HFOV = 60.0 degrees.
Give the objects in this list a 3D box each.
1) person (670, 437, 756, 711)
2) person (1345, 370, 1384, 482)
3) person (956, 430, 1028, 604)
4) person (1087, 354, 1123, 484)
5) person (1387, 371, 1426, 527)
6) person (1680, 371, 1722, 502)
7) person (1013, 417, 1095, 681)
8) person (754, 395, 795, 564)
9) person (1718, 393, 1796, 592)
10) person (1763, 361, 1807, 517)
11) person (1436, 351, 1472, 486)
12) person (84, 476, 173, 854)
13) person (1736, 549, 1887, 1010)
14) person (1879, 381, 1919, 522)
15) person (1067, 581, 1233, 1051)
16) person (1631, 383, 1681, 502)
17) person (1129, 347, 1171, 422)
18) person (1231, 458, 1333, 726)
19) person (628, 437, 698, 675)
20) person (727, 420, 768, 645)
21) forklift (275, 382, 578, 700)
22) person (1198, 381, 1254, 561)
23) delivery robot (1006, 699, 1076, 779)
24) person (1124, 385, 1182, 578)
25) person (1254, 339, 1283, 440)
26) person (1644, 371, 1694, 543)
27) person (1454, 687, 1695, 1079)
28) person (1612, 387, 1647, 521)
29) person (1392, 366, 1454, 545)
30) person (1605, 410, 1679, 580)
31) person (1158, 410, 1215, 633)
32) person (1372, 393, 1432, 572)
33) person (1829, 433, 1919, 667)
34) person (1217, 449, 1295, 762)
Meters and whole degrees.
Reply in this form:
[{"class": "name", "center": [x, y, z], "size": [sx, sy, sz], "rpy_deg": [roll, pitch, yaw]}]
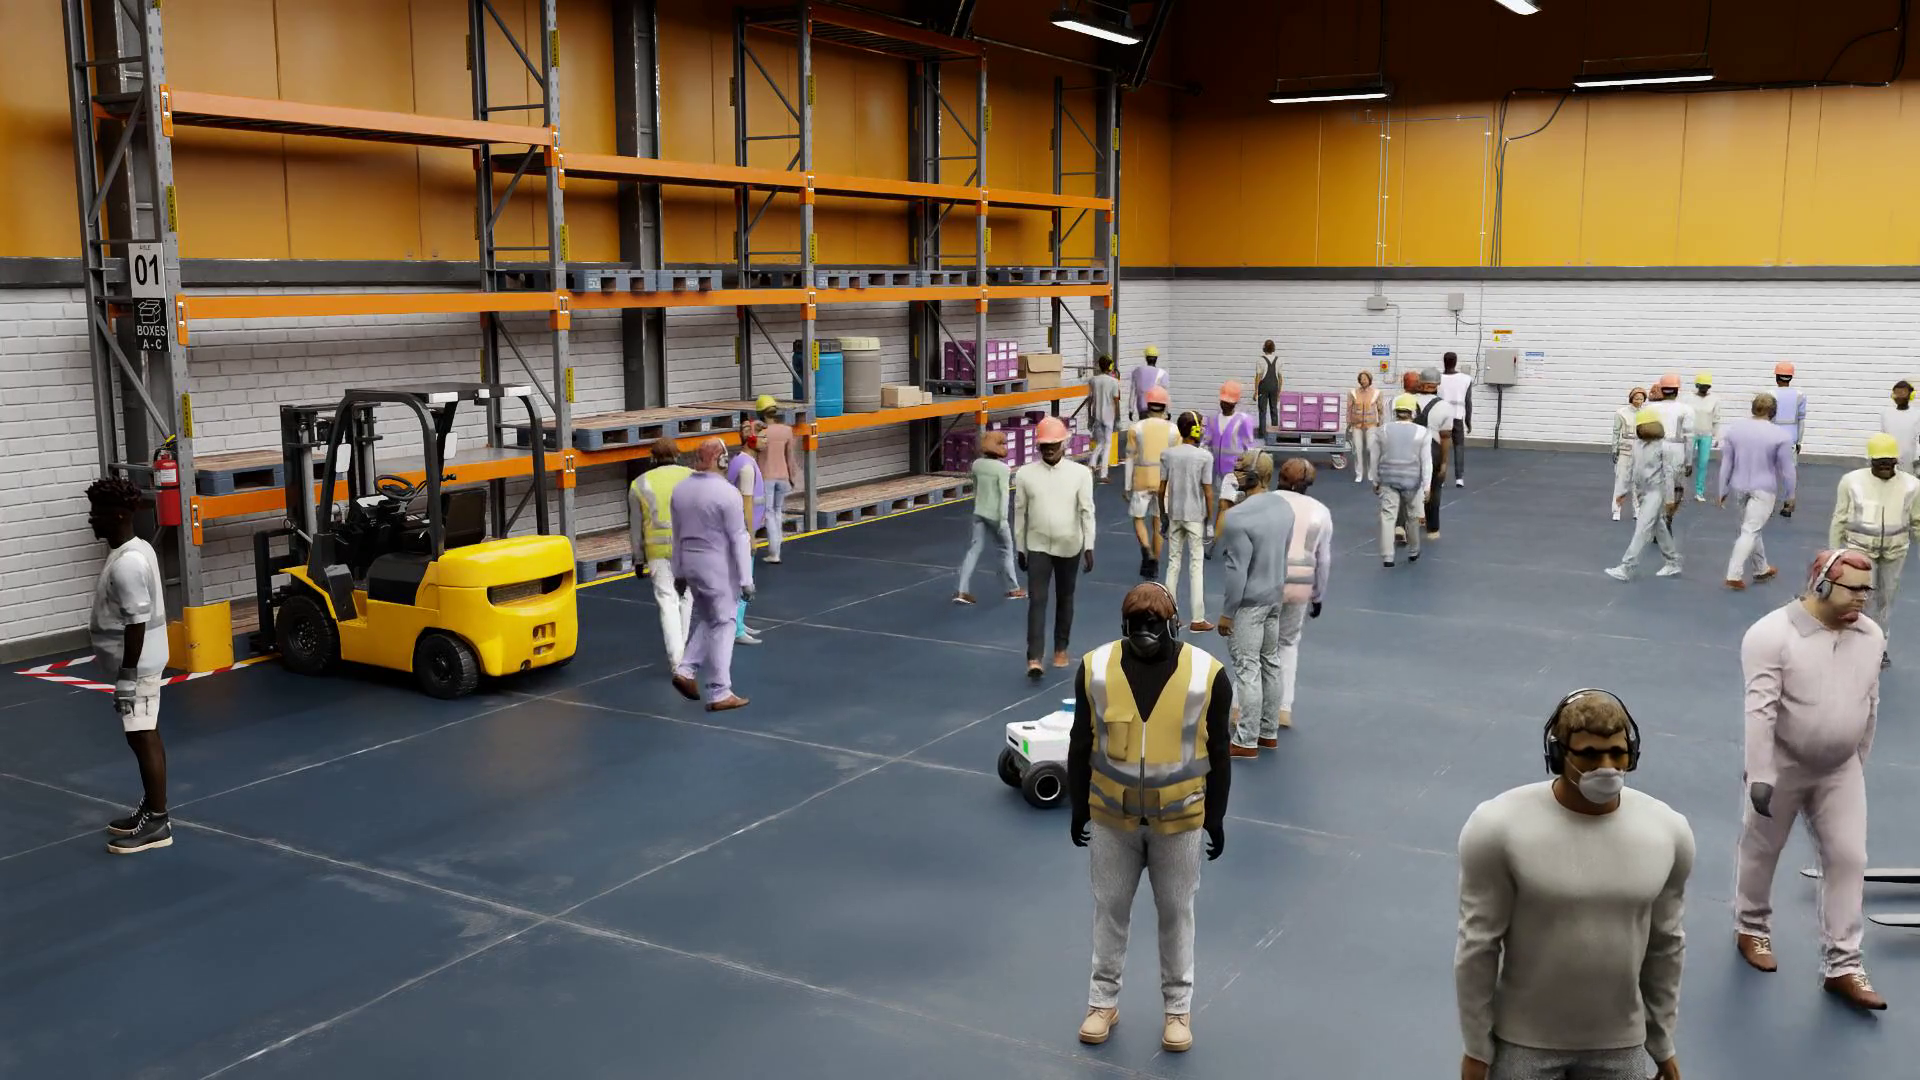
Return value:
[{"class": "person", "center": [-1.705, 0.236, 11.486], "size": [0.676, 1.885, 0.451], "rpy_deg": [8, 12, 42]}, {"class": "person", "center": [5.821, -1.629, 23.946], "size": [0.519, 1.631, 0.385], "rpy_deg": [4, 10, 21]}, {"class": "person", "center": [0.268, -0.209, 15.192], "size": [0.514, 1.592, 0.849], "rpy_deg": [9, 13, 44]}, {"class": "person", "center": [2.079, -1.728, 23.814], "size": [0.501, 1.861, 0.402], "rpy_deg": [7, 11, 37]}, {"class": "person", "center": [5.341, -1.061, 19.674], "size": [0.715, 1.863, 0.581], "rpy_deg": [-7, 11, -37]}, {"class": "person", "center": [9.778, -1.385, 22.058], "size": [0.529, 1.744, 0.578], "rpy_deg": [1, 9, 9]}, {"class": "person", "center": [0.699, 0.059, 12.408], "size": [0.611, 1.938, 1.018], "rpy_deg": [1, 9, 4]}, {"class": "person", "center": [-2.034, -0.637, 17.317], "size": [0.554, 1.747, 0.593], "rpy_deg": [-7, 11, -37]}, {"class": "person", "center": [7.615, -0.460, 15.865], "size": [1.035, 1.883, 0.653], "rpy_deg": [-6, 11, -34]}, {"class": "person", "center": [10.133, -1.245, 20.565], "size": [0.543, 1.939, 0.356], "rpy_deg": [1, 9, 5]}, {"class": "person", "center": [6.908, -1.701, 23.482], "size": [0.623, 1.917, 0.404], "rpy_deg": [1, 9, 7]}, {"class": "person", "center": [-4.342, 0.641, 8.706], "size": [0.367, 1.966, 0.603], "rpy_deg": [-4, 10, -24]}, {"class": "person", "center": [3.574, 0.977, 6.911], "size": [0.652, 1.865, 0.907], "rpy_deg": [0, 9, -1]}, {"class": "person", "center": [10.504, -0.871, 18.606], "size": [0.968, 1.818, 0.545], "rpy_deg": [-9, 13, -44]}, {"class": "person", "center": [0.724, 1.065, 6.451], "size": [0.633, 1.842, 0.429], "rpy_deg": [2, 9, 13]}, {"class": "person", "center": [9.108, -1.244, 21.626], "size": [0.507, 1.595, 0.853], "rpy_deg": [-2, 9, -12]}, {"class": "person", "center": [2.973, -2.054, 25.813], "size": [0.615, 1.866, 0.993], "rpy_deg": [4, 10, 22]}, {"class": "person", "center": [2.102, 0.357, 10.978], "size": [0.655, 1.808, 0.457], "rpy_deg": [0, 9, 2]}, {"class": "person", "center": [-2.180, 0.107, 12.679], "size": [0.658, 1.777, 0.972], "rpy_deg": [-3, 10, -19]}, {"class": "person", "center": [-1.757, -0.066, 13.565], "size": [0.411, 1.831, 0.572], "rpy_deg": [-1, 9, -9]}, {"class": "forklift", "center": [-3.974, -0.067, 12.417], "size": [2.313, 2.155, 1.214], "rpy_deg": [5, 11, 30]}, {"class": "person", "center": [2.747, -0.716, 17.424], "size": [0.969, 1.875, 0.571], "rpy_deg": [-8, 12, -41]}, {"class": "delivery robot", "center": [0.639, 1.159, 9.574], "size": [0.707, 0.478, 0.477], "rpy_deg": [-3, 9, -17]}, {"class": "person", "center": [1.897, -0.554, 16.322], "size": [0.561, 1.918, 0.505], "rpy_deg": [0, 9, -2]}, {"class": "person", "center": [5.470, -2.635, 29.534], "size": [0.508, 1.844, 0.335], "rpy_deg": [-2, 9, -11]}, {"class": "person", "center": [7.854, -0.909, 18.497], "size": [0.564, 1.927, 0.423], "rpy_deg": [6, 11, 35]}, {"class": "person", "center": [1.628, 1.337, 4.449], "size": [0.627, 1.940, 0.375], "rpy_deg": [0, 9, -2]}, {"class": "person", "center": [8.195, -1.045, 20.254], "size": [0.510, 1.639, 0.308], "rpy_deg": [1, 9, 6]}, {"class": "person", "center": [5.134, -0.968, 18.516], "size": [0.686, 2.000, 1.024], "rpy_deg": [5, 10, 29]}, {"class": "person", "center": [6.785, -0.444, 16.384], "size": [0.972, 1.675, 0.483], "rpy_deg": [-3, 10, -18]}, {"class": "person", "center": [1.905, -0.153, 13.980], "size": [0.515, 1.866, 0.333], "rpy_deg": [6, 11, 33]}, {"class": "person", "center": [4.530, -0.604, 17.014], "size": [0.617, 1.786, 0.893], "rpy_deg": [4, 10, 23]}, {"class": "person", "center": [7.012, 0.088, 12.649], "size": [0.713, 1.801, 0.557], "rpy_deg": [3, 10, 18]}, {"class": "person", "center": [1.810, 0.401, 10.290], "size": [0.370, 1.940, 0.631], "rpy_deg": [8, 12, 41]}]
